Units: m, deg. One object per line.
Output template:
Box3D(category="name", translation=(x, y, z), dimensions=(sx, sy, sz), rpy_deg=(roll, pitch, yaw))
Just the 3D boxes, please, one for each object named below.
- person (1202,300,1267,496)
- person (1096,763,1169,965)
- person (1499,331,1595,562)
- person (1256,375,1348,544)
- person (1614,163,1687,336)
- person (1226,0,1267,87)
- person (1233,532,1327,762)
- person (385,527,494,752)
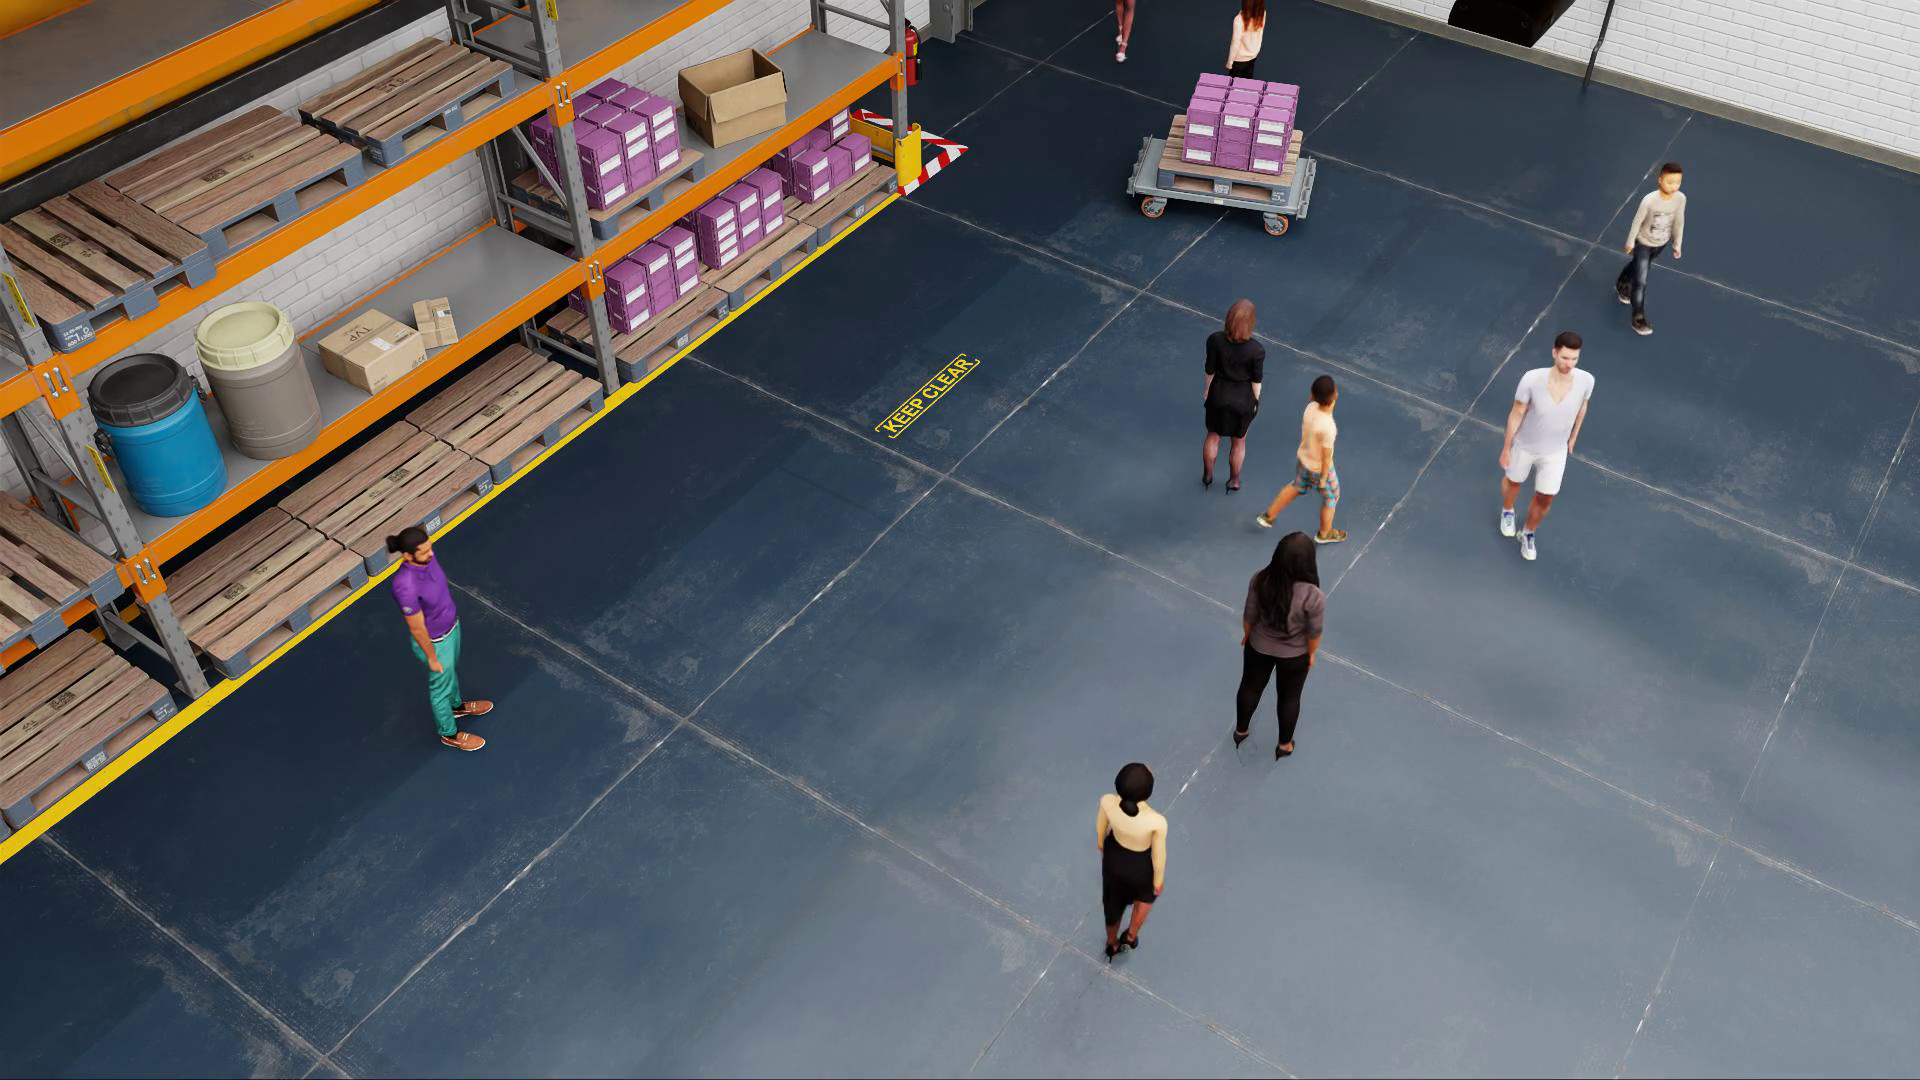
Box3D(category="person", translation=(1.983, -1.030, 12.173), dimensions=(0.624, 1.706, 0.560), rpy_deg=(16, 46, 17))
Box3D(category="person", translation=(0.902, 1.856, 9.187), dimensions=(0.636, 1.646, 0.657), rpy_deg=(20, 47, 20))
Box3D(category="person", translation=(4.099, -0.772, 11.810), dimensions=(0.892, 1.834, 0.964), rpy_deg=(5, 44, 5))
Box3D(category="person", translation=(2.480, -0.553, 11.873), dimensions=(0.950, 1.429, 0.818), rpy_deg=(-10, 44, -10))
Box3D(category="person", translation=(5.762, -2.528, 13.948), dimensions=(0.974, 1.428, 1.000), rpy_deg=(-9, 44, -9))
Box3D(category="person", translation=(2.766, -4.725, 16.213), dimensions=(0.524, 1.484, 0.677), rpy_deg=(-31, 52, -28))
Box3D(category="person", translation=(1.969, 0.679, 10.284), dimensions=(0.662, 1.837, 0.622), rpy_deg=(20, 47, 20))
Box3D(category="person", translation=(-3.303, 0.589, 10.431), dimensions=(0.773, 1.766, 0.677), rpy_deg=(0, 44, 0))
